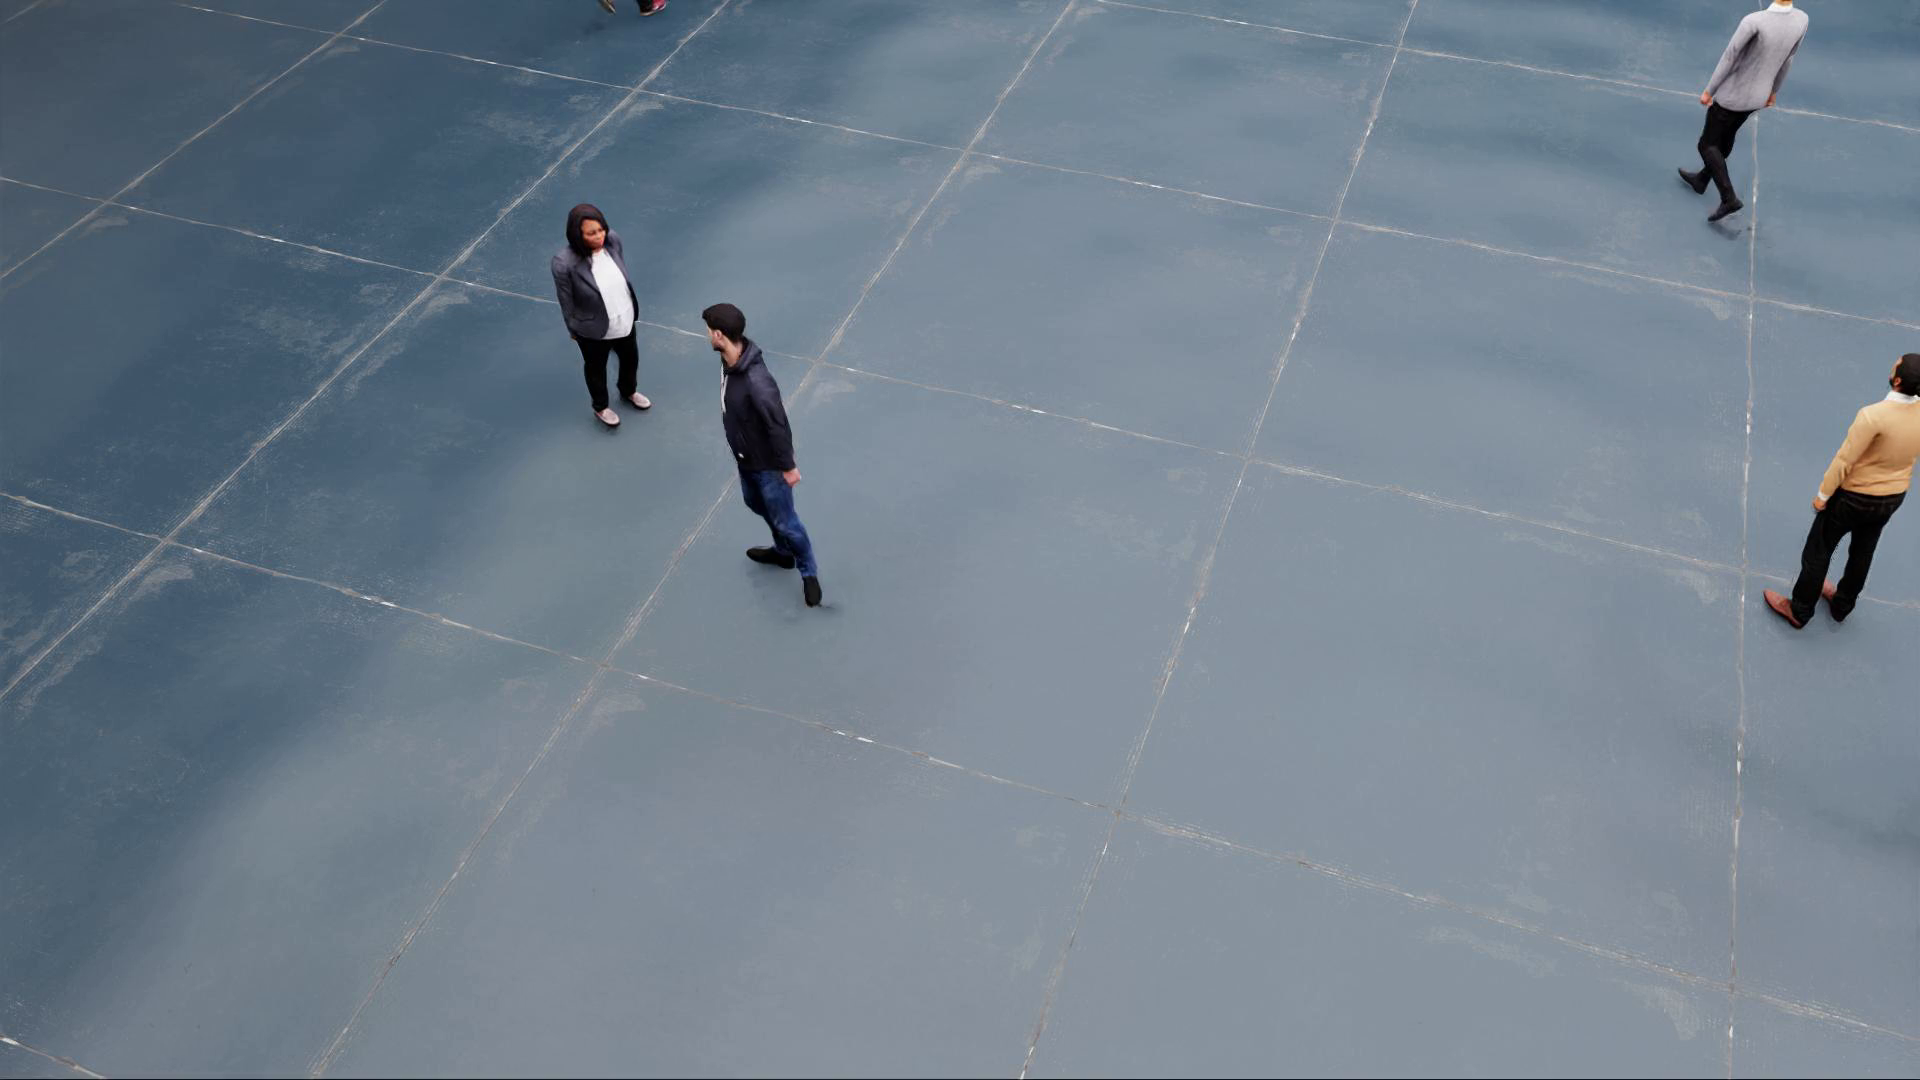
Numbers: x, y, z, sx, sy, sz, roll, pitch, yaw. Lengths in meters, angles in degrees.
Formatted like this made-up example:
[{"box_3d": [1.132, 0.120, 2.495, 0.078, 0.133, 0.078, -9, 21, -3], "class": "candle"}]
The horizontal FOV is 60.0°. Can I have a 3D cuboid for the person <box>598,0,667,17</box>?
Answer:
[{"box_3d": [-2.962, -5.433, 14.581, 0.911, 1.787, 0.952, -32, 52, -30], "class": "person"}]

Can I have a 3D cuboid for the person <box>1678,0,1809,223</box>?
[{"box_3d": [5.746, -3.234, 12.131, 1.179, 1.917, 1.217, -15, 45, -15], "class": "person"}]

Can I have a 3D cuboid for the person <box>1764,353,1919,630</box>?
[{"box_3d": [4.925, -0.245, 9.056, 0.708, 1.744, 0.815, -8, 44, -9], "class": "person"}]

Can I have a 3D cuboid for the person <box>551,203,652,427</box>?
[{"box_3d": [-2.253, -1.416, 10.427, 0.767, 1.585, 0.755, 29, 50, 28], "class": "person"}]

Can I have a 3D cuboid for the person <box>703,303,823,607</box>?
[{"box_3d": [-1.025, -0.463, 9.210, 1.017, 1.853, 0.919, -29, 50, -28], "class": "person"}]
